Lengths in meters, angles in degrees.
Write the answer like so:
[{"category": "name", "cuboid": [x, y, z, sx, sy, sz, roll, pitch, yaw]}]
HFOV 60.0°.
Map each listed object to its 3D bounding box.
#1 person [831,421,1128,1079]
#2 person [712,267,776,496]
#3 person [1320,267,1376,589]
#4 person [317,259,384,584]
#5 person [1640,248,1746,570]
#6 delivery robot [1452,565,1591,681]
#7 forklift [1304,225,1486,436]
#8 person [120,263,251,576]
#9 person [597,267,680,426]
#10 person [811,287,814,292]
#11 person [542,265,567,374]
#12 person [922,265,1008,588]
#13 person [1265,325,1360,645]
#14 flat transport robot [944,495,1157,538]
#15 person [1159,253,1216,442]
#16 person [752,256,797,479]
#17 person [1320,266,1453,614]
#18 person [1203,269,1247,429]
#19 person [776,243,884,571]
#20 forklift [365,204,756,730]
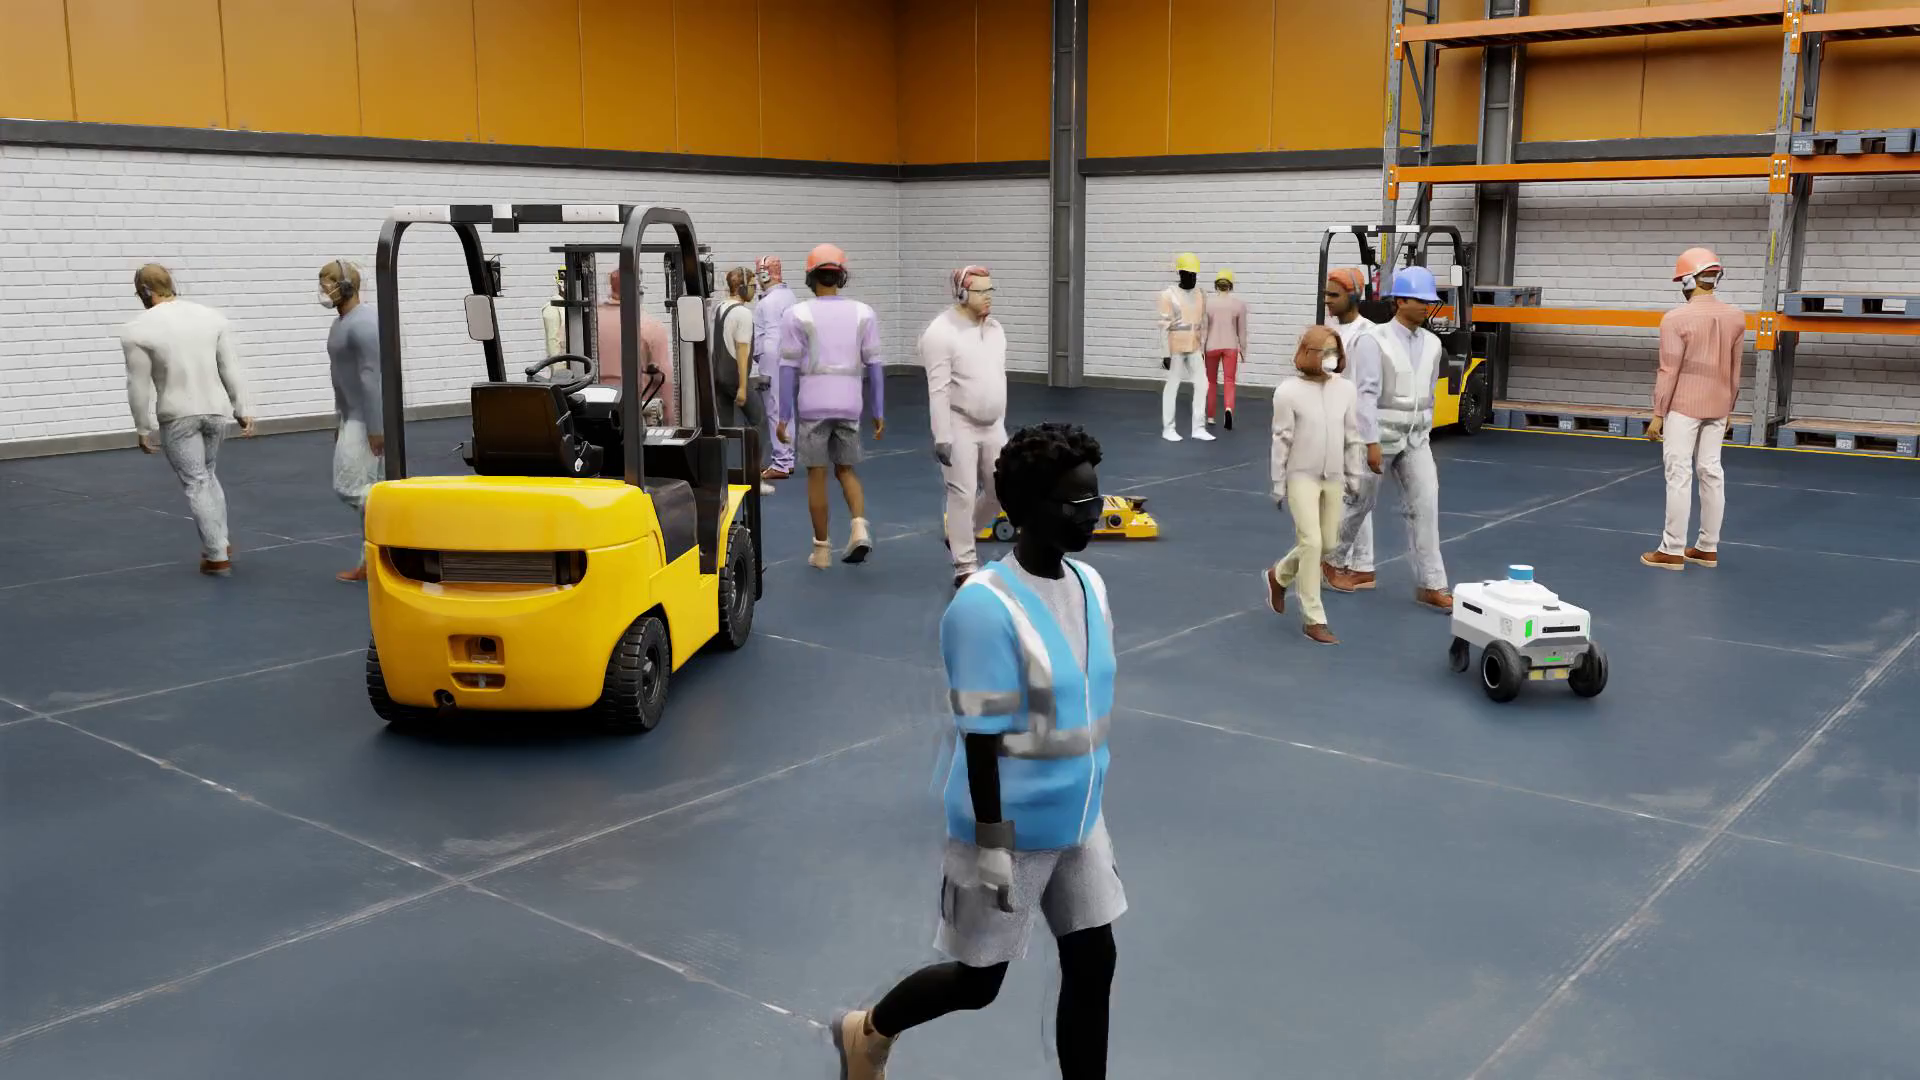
[{"category": "person", "cuboid": [0.089, 0.566, 3.563, 0.739, 1.674, 0.530, 8, 13, 38]}, {"category": "person", "cuboid": [-1.738, -1.238, 13.168, 0.666, 1.822, 0.519, -8, 13, -37]}, {"category": "person", "cuboid": [2.277, -0.652, 9.779, 0.352, 1.875, 0.599, -2, 10, -12]}, {"category": "person", "cuboid": [-3.538, -0.681, 9.807, 0.443, 1.926, 0.640, -6, 12, -29]}, {"category": "person", "cuboid": [4.536, -0.804, 10.304, 0.608, 1.987, 0.388, -3, 11, -19]}, {"category": "delivery robot", "cuboid": [2.546, 0.357, 7.578, 0.477, 0.478, 0.707, -2, 10, -11]}, {"category": "forklift", "cuboid": [4.449, -2.115, 16.993, 1.214, 2.155, 2.313, 8, 13, 38]}, {"category": "person", "cuboid": [-4.714, -0.718, 10.098, 0.668, 1.889, 0.694, 7, 12, 34]}, {"category": "person", "cuboid": [-2.032, -0.766, 10.373, 0.668, 1.883, 0.697, 4, 11, 23]}, {"category": "person", "cuboid": [-1.461, -2.068, 17.980, 0.310, 1.744, 0.486, 5, 11, 27]}, {"category": "person", "cuboid": [-3.558, -1.598, 15.170, 0.403, 1.825, 0.595, 3, 11, 16]}, {"category": "person", "cuboid": [0.053, -0.641, 9.665, 0.653, 1.893, 0.461, -10, 14, -43]}, {"category": "person", "cuboid": [1.793, -0.311, 8.605, 0.500, 1.614, 0.689, -5, 11, -24]}, {"category": "flat transport robot", "cuboid": [0.611, -0.170, 11.545, 1.431, 0.197, 0.652, 0, 10, -2]}, {"category": "person", "cuboid": [2.304, -1.913, 16.684, 0.628, 1.896, 0.769, -6, 12, -31]}, {"category": "person", "cuboid": [-1.607, -1.469, 14.228, 0.406, 1.902, 0.636, 1, 10, 7]}, {"category": "person", "cuboid": [2.405, -0.576, 9.312, 0.618, 1.903, 1.008, -4, 11, -23]}, {"category": "person", "cuboid": [2.849, -2.080, 18.070, 0.528, 1.727, 0.813, 1, 10, 6]}, {"category": "person", "cuboid": [-0.797, -0.807, 10.226, 0.656, 2.019, 0.545, -5, 11, -24]}, {"category": "forklift", "cuboid": [-1.766, -0.406, 7.525, 1.214, 2.155, 2.313, 1, 10, 7]}]
